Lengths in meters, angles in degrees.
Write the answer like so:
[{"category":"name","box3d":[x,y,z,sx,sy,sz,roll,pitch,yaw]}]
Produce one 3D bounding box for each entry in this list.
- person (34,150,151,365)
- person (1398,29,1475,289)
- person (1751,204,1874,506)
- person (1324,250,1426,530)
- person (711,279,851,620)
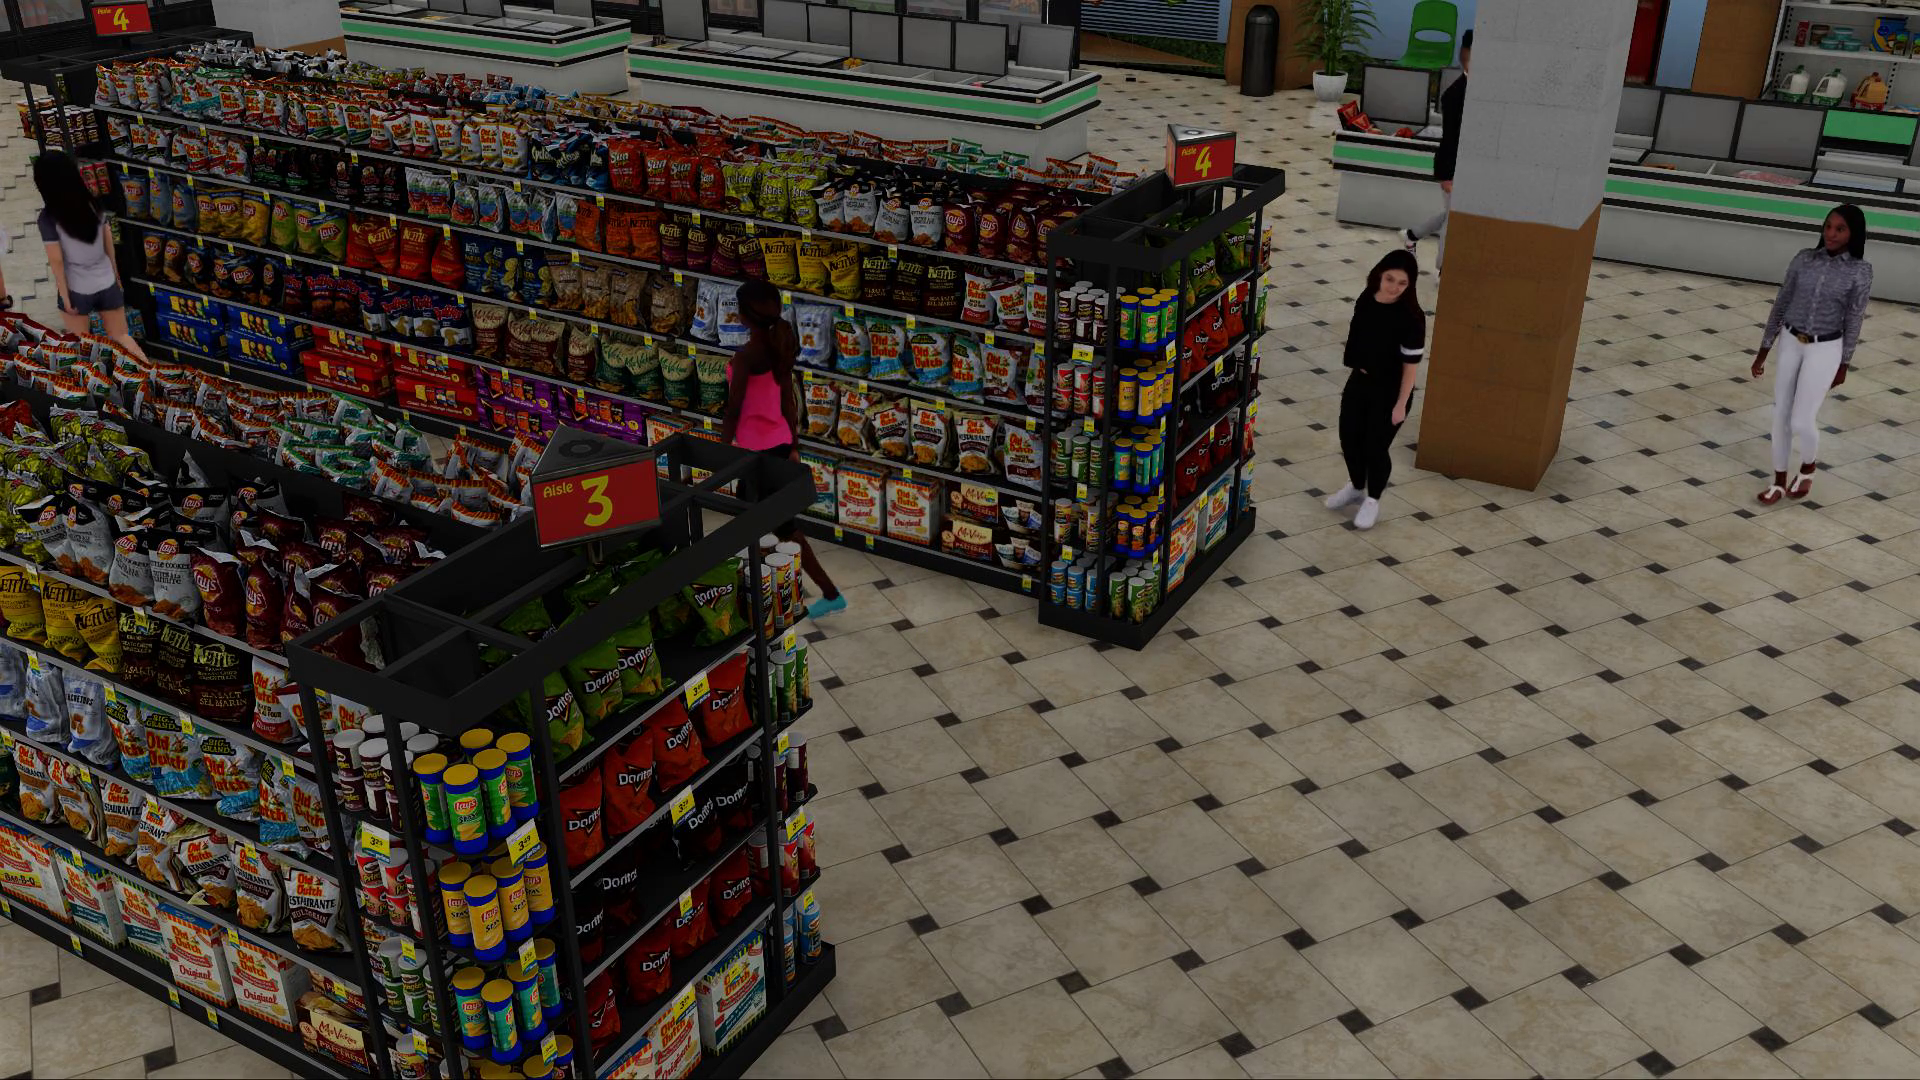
[{"category":"person","box3d":[-5.314,-1.544,10.238,0.903,1.691,0.600,15,30,26]},{"category":"person","box3d":[3.680,-2.867,12.577,1.033,1.934,0.832,23,35,37]},{"category":"person","box3d":[4.710,-1.015,9.172,0.771,1.712,0.691,-19,33,-33]},{"category":"person","box3d":[2.245,-0.801,8.877,0.830,1.598,0.710,-12,29,-22]},{"category":"person","box3d":[-0.863,-0.376,7.942,1.116,1.684,0.591,12,29,23]}]
